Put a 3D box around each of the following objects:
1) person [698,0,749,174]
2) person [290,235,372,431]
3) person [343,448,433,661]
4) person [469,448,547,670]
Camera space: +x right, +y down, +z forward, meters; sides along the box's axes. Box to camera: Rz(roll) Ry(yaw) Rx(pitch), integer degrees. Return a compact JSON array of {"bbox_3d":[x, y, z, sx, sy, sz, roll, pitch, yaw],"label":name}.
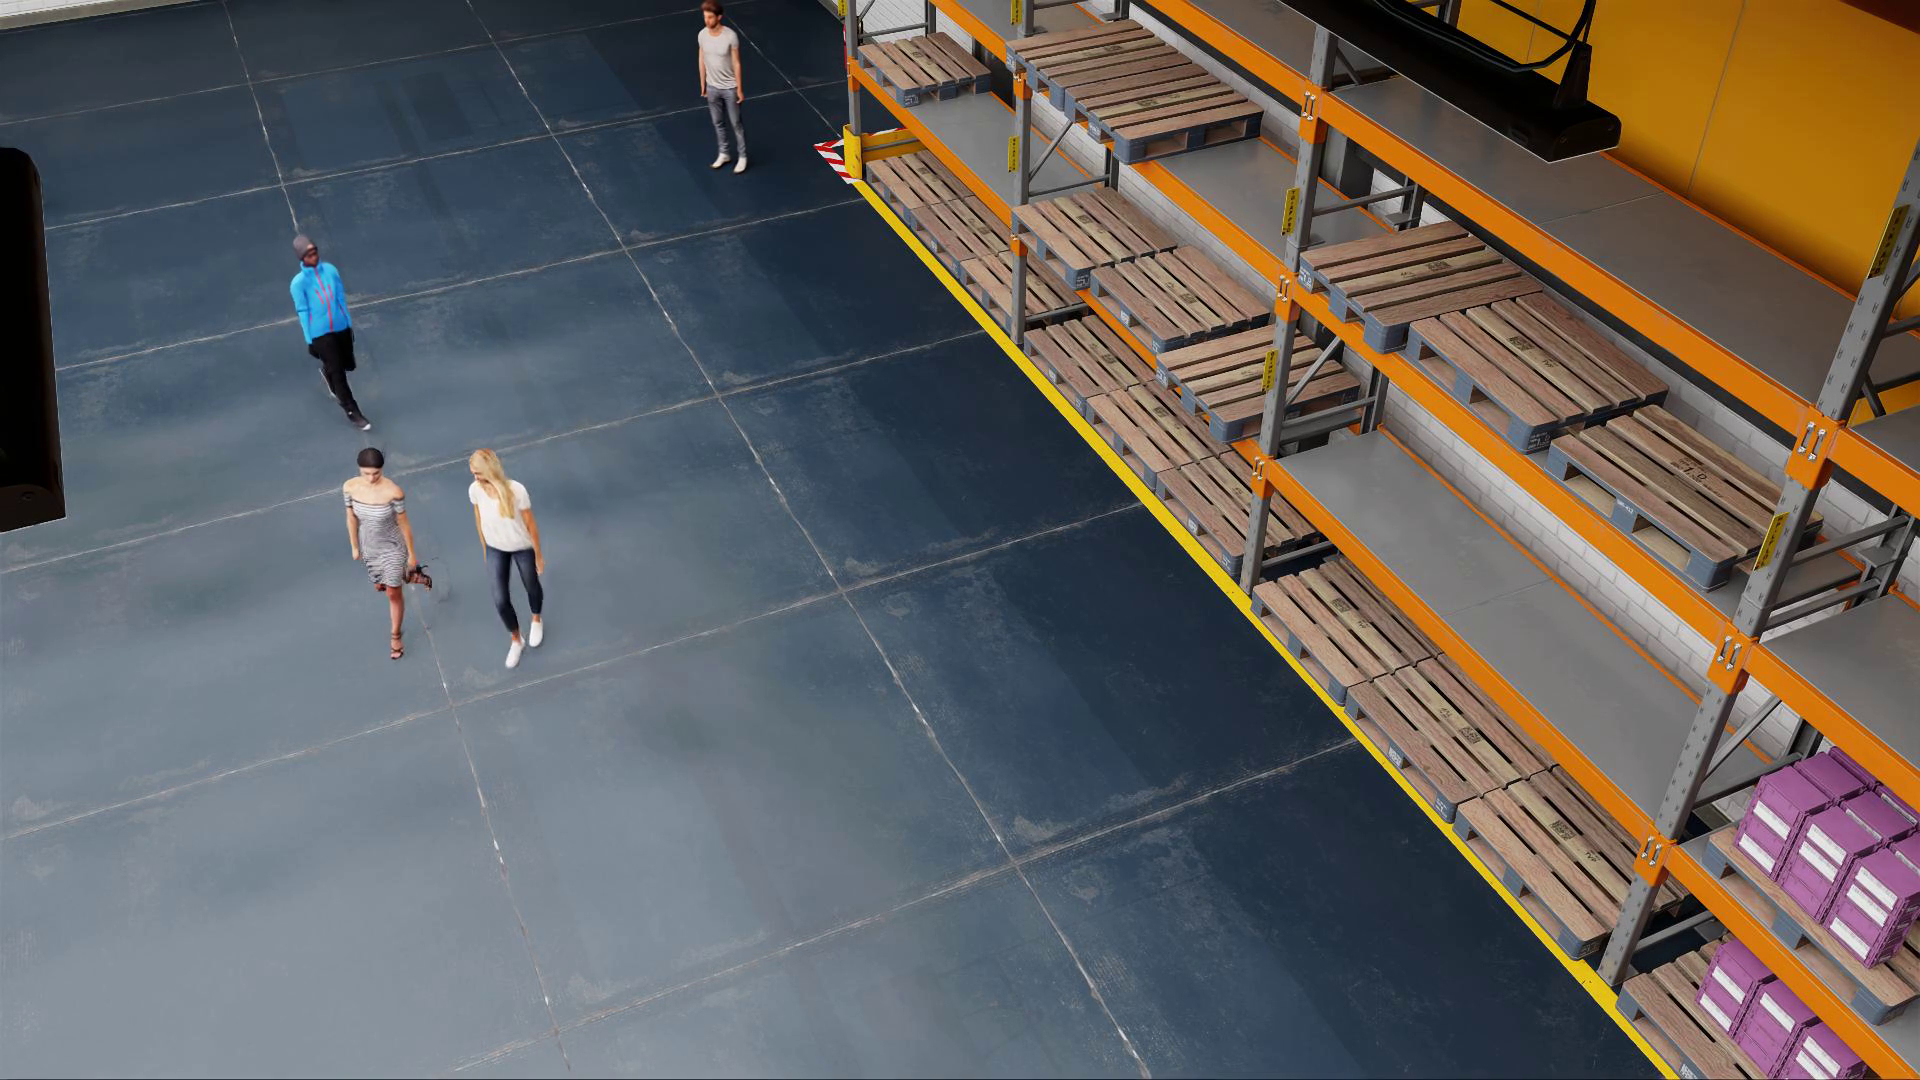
[{"bbox_3d":[-2.557,-4.932,18.024,0.748,1.887,0.804,12,40,14],"label":"person"},{"bbox_3d":[-5.430,-1.802,14.192,1.089,1.778,0.880,28,46,30],"label":"person"},{"bbox_3d":[-4.068,0.022,11.896,0.908,1.793,1.033,6,39,7],"label":"person"},{"bbox_3d":[-3.175,0.018,11.908,0.797,1.784,0.888,0,39,1],"label":"person"}]
